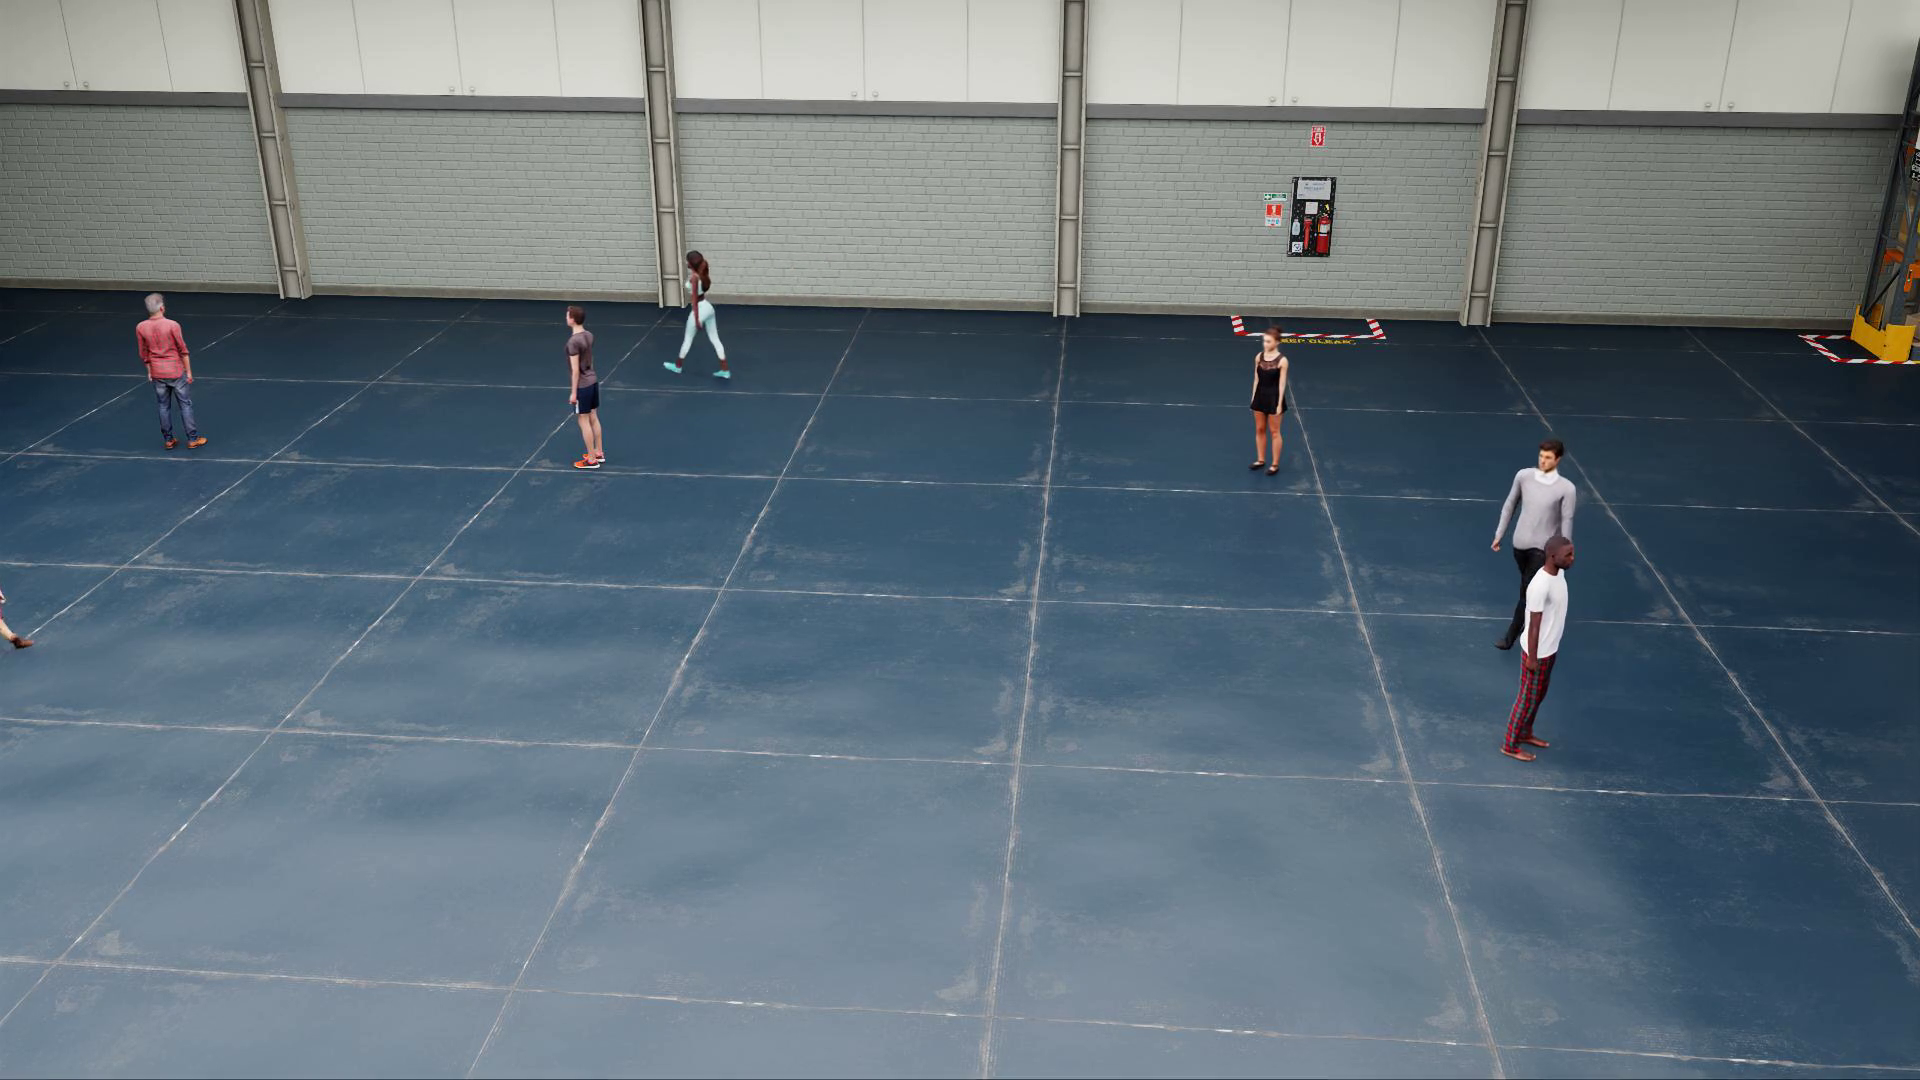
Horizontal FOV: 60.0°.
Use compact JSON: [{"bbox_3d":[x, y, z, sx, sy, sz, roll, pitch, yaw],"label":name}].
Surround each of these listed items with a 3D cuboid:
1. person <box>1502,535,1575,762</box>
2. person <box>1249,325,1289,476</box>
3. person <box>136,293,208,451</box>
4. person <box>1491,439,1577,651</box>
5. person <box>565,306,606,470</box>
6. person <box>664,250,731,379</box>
[{"bbox_3d":[4.441,0.807,12.753,0.716,1.832,0.728,16,28,32],"label":"person"},{"bbox_3d":[3.456,-1.572,18.540,0.752,1.680,0.681,-21,31,-40],"label":"person"},{"bbox_3d":[-9.161,-1.952,19.242,0.527,1.831,0.767,-1,23,-2],"label":"person"},{"bbox_3d":[5.082,0.014,14.572,1.318,1.869,1.236,-17,28,-34],"label":"person"},{"bbox_3d":[-4.223,-1.721,18.673,0.584,1.851,0.683,5,24,12],"label":"person"},{"bbox_3d":[-3.290,-2.900,21.667,1.193,1.678,0.781,8,24,19],"label":"person"}]
